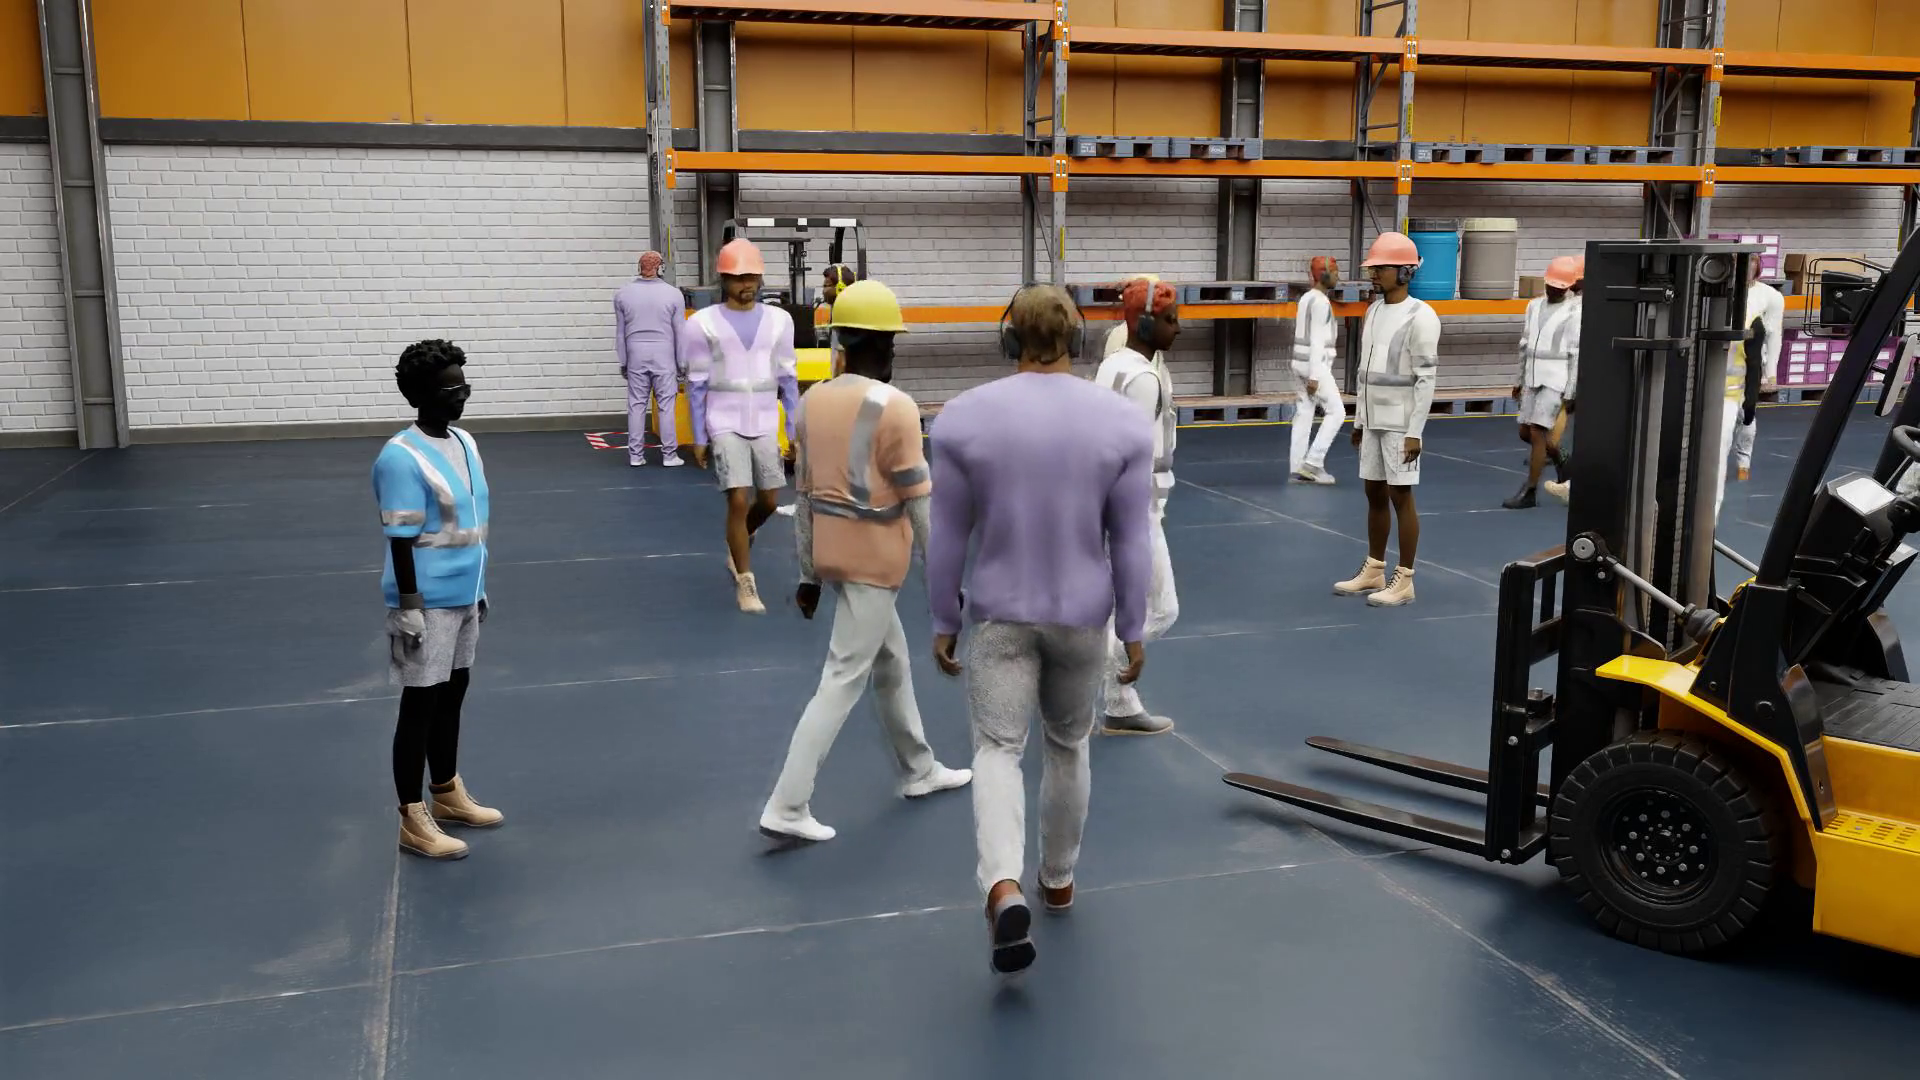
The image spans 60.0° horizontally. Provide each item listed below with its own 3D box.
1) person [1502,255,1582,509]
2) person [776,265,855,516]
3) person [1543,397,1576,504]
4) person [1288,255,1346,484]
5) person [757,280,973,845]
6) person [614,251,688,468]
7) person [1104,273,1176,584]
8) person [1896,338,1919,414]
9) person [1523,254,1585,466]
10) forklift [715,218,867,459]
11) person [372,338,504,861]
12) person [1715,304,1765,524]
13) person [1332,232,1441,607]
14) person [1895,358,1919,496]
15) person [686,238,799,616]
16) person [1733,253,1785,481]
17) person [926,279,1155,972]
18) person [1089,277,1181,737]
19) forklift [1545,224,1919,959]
[{"bbox_3d":[4.416,-1.165,12.367,0.657,1.890,0.605,-5,11,-24],"label":"person"},{"bbox_3d":[-0.815,-1.046,11.930,0.970,1.828,0.538,-2,10,-9],"label":"person"},{"bbox_3d":[4.798,-1.074,12.171,0.980,1.779,0.643,7,13,35],"label":"person"},{"bbox_3d":[2.929,-1.376,13.583,0.501,1.867,0.576,-1,10,-6],"label":"person"},{"bbox_3d":[-0.337,0.064,5.664,0.980,1.886,0.586,-7,13,-35],"label":"person"},{"bbox_3d":[-2.694,-1.582,14.641,0.636,1.900,0.403,1,10,4],"label":"person"},{"bbox_3d":[0.968,-0.621,9.591,0.516,1.818,0.607,-2,10,-10],"label":"person"},{"bbox_3d":[11.224,-2.385,18.958,0.922,1.937,0.613,-4,11,-20],"label":"person"},{"bbox_3d":[5.531,-1.573,14.656,0.984,1.885,0.553,-1,10,-6],"label":"person"},{"bbox_3d":[-1.522,-1.778,14.899,1.214,2.155,2.313,-3,11,-17],"label":"forklift"},{"bbox_3d":[-1.716,0.187,5.490,0.319,1.695,0.539,2,10,9],"label":"person"},{"bbox_3d":[5.072,-0.949,11.400,0.638,1.809,0.827,9,14,42],"label":"person"},{"bbox_3d":[2.348,-0.654,9.150,0.377,2.045,0.605,-4,11,-20],"label":"person"},{"bbox_3d":[7.504,-1.139,12.538,0.946,1.789,0.607,-3,11,-17],"label":"person"},{"bbox_3d":[-1.203,-0.638,9.147,0.613,2.023,0.786,-4,11,-23],"label":"person"},{"bbox_3d":[6.436,-1.438,13.824,0.694,1.927,0.393,8,13,38],"label":"person"},{"bbox_3d":[0.221,0.230,4.676,0.639,1.914,0.860,0,10,1],"label":"person"},{"bbox_3d":[0.630,-0.096,6.587,0.492,1.873,0.599,-2,11,-11],"label":"person"},{"bbox_3d":[2.909,0.117,4.508,2.313,2.155,1.214,9,14,40],"label":"forklift"}]
